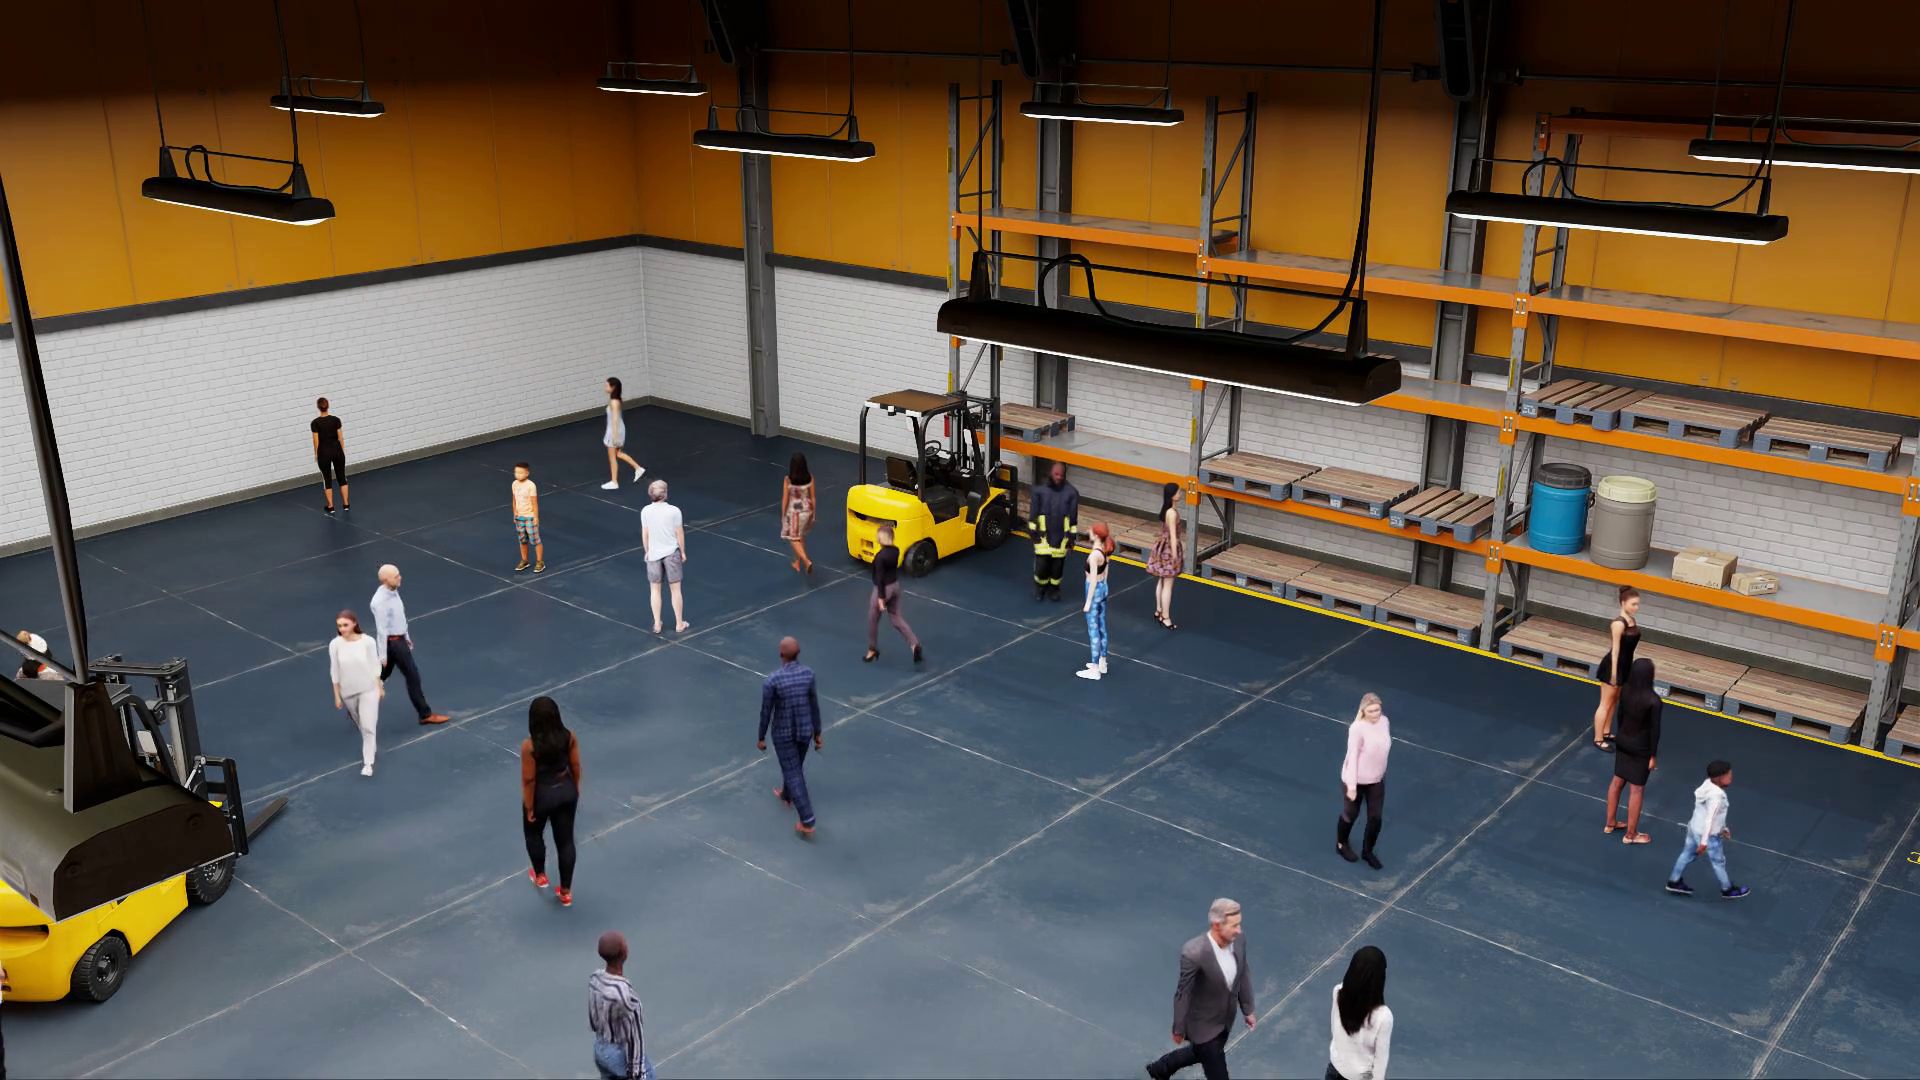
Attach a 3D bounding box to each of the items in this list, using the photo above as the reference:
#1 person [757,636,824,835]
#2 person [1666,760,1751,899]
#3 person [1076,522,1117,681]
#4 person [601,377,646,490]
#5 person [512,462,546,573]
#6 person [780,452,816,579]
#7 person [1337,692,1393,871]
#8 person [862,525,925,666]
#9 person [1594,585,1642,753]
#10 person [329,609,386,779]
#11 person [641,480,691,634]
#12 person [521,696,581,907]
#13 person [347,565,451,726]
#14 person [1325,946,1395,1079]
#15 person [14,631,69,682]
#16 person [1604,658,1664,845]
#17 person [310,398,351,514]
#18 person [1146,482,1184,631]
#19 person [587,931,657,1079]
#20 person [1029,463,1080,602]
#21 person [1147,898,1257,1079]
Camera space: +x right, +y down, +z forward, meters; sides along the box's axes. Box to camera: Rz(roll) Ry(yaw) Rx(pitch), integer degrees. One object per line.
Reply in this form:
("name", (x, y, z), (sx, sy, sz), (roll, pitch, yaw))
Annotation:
("person", (-1.460, 1.764, 14.835), (0.938, 1.775, 1.258), (-12, 22, -31))
("person", (6.126, 2.401, 13.806), (0.905, 1.225, 0.746), (3, 19, 8))
("person", (1.489, 0.648, 18.139), (0.634, 1.782, 0.608), (10, 21, 28))
("person", (-5.073, -1.599, 24.911), (0.980, 1.720, 0.943), (-3, 19, -9))
("person", (-5.601, -0.312, 21.500), (0.513, 1.456, 0.637), (6, 20, 18))
("person", (-2.035, -0.297, 21.192), (0.864, 1.625, 1.081), (-9, 21, -26))
("person", (3.430, 2.017, 14.278), (0.790, 1.652, 0.873), (-10, 21, -28))
("person", (-0.726, 0.647, 18.361), (1.023, 1.642, 0.672), (12, 22, 31))
("person", (6.525, 1.259, 16.491), (0.562, 1.677, 0.576), (16, 25, 40))
("person", (-5.784, 1.432, 16.039), (1.052, 1.636, 1.131), (-2, 19, -7))
("person", (-3.464, 0.194, 19.412), (0.710, 1.831, 0.799), (1, 19, 2))
("person", (-3.317, 2.166, 13.616), (0.838, 1.792, 0.982), (-11, 21, -29))
("person", (-5.827, 1.098, 16.838), (1.231, 1.761, 1.234), (-3, 19, -10))
("person", (2.399, 3.340, 10.331), (1.044, 1.663, 0.712), (16, 24, 39))
("person", (-8.156, 1.737, 14.797), (1.242, 1.851, 1.073), (7, 20, 21))
("person", (5.963, 1.838, 14.704), (0.745, 1.719, 0.618), (-7, 20, -21))
("person", (-9.051, -1.233, 23.903), (0.637, 1.669, 0.607), (-11, 22, -30))
("person", (2.465, 0.174, 19.560), (0.866, 1.773, 0.805), (-2, 19, -6))
("person", (-2.124, 3.295, 10.300), (0.734, 1.770, 0.541), (-16, 24, -39))
("person", (1.120, -0.109, 20.381), (0.919, 1.786, 0.990), (3, 19, 9))
("person", (1.572, 3.098, 10.842), (0.834, 1.796, 1.226), (-17, 25, -40))
